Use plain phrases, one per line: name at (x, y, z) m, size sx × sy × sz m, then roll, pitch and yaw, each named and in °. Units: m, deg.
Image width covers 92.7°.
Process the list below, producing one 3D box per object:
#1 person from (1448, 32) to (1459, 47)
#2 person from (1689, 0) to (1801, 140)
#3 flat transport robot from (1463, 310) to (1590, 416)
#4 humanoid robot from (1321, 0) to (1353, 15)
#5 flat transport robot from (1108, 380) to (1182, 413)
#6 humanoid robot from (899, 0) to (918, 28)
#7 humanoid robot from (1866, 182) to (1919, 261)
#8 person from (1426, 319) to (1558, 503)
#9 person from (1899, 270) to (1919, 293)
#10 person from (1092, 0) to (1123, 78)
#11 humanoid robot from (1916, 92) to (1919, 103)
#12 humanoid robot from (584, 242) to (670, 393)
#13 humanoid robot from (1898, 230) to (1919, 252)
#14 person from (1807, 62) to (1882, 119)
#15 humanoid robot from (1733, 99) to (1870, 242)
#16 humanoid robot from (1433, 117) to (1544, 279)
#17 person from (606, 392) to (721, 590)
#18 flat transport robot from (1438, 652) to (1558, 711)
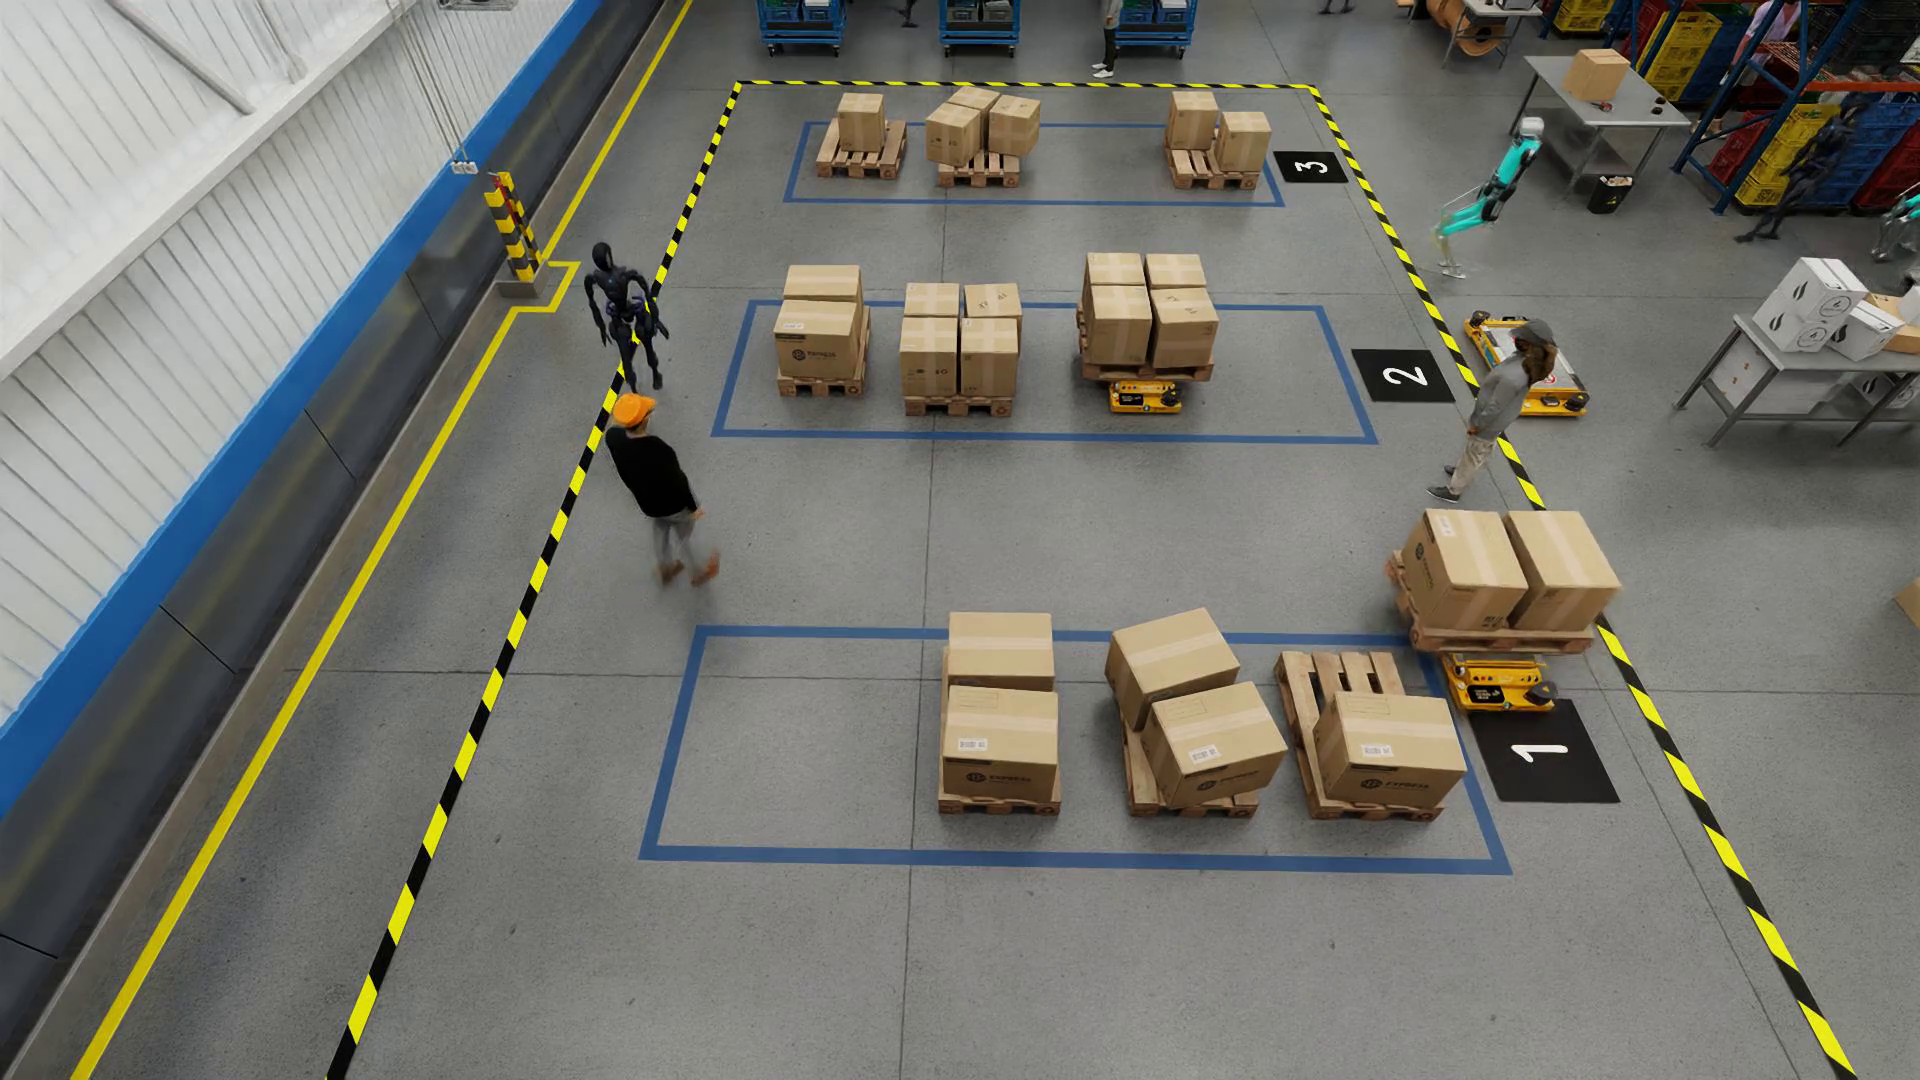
person at (7.984, -8.518, 13.794) m, size 0.422 × 1.960 × 0.635 m, roll 5°, pitch 49°, yaw 4°
person at (10.126, -6.135, 11.672) m, size 0.604 × 2.044 × 0.372 m, roll -8°, pitch 50°, yaw -7°
flat transport robot at (5.573, -1.757, 9.054) m, size 0.659 × 0.231 × 1.431 m, roll 1°, pitch 49°, yaw 1°
humanoid robot at (6.253, -9.342, 14.698) m, size 0.480 × 1.637 × 0.596 m, roll -19°, pitch 52°, yaw -15°
flat transport robot at (1.773, -1.807, 9.079) m, size 0.652 × 0.197 × 1.431 m, roll 1°, pitch 49°, yaw 1°
humanoid robot at (-0.785, -8.939, 14.332) m, size 0.346 × 1.647 × 0.589 m, roll 3°, pitch 49°, yaw 3°
humanoid robot at (10.523, -3.771, 9.817) m, size 0.848 × 1.742 × 0.561 m, roll -8°, pitch 50°, yaw -7°
person at (4.336, -1.022, 7.424) m, size 0.396 × 1.769 × 0.563 m, roll 36°, pitch 58°, yaw 27°
person at (10.535, -3.093, 9.202) m, size 0.884 × 1.789 × 0.590 m, roll 27°, pitch 54°, yaw 22°
person at (2.121, -7.600, 13.065) m, size 0.388 × 1.849 × 0.597 m, roll 3°, pitch 49°, yaw 2°
humanoid robot at (12.310, -5.634, 11.490) m, size 0.524 × 1.639 × 0.595 m, roll 3°, pitch 49°, yaw 3°
humanoid robot at (-2.981, -1.934, 8.292) m, size 0.615 × 1.631 × 0.679 m, roll -7°, pitch 50°, yaw -6°
humanoid robot at (10.934, -3.735, 9.825) m, size 1.008 × 1.730 × 0.539 m, roll 3°, pitch 49°, yaw 2°
person at (11.410, -5.983, 11.684) m, size 0.446 × 1.833 × 0.647 m, roll 1°, pitch 49°, yaw 1°
humanoid robot at (9.296, -4.053, 10.115) m, size 0.590 × 1.633 × 0.608 m, roll 4°, pitch 49°, yaw 3°
humanoid robot at (5.365, -3.561, 9.555) m, size 0.735 × 1.677 × 0.533 m, roll 10°, pitch 50°, yaw 8°
person at (-2.185, -0.324, 6.747) m, size 0.590 × 1.884 × 0.378 m, roll 22°, pitch 53°, yaw 18°
flat transport robot at (3.918, 0.625, 6.974) m, size 0.652 × 0.197 × 1.431 m, roll 1°, pitch 49°, yaw 1°
